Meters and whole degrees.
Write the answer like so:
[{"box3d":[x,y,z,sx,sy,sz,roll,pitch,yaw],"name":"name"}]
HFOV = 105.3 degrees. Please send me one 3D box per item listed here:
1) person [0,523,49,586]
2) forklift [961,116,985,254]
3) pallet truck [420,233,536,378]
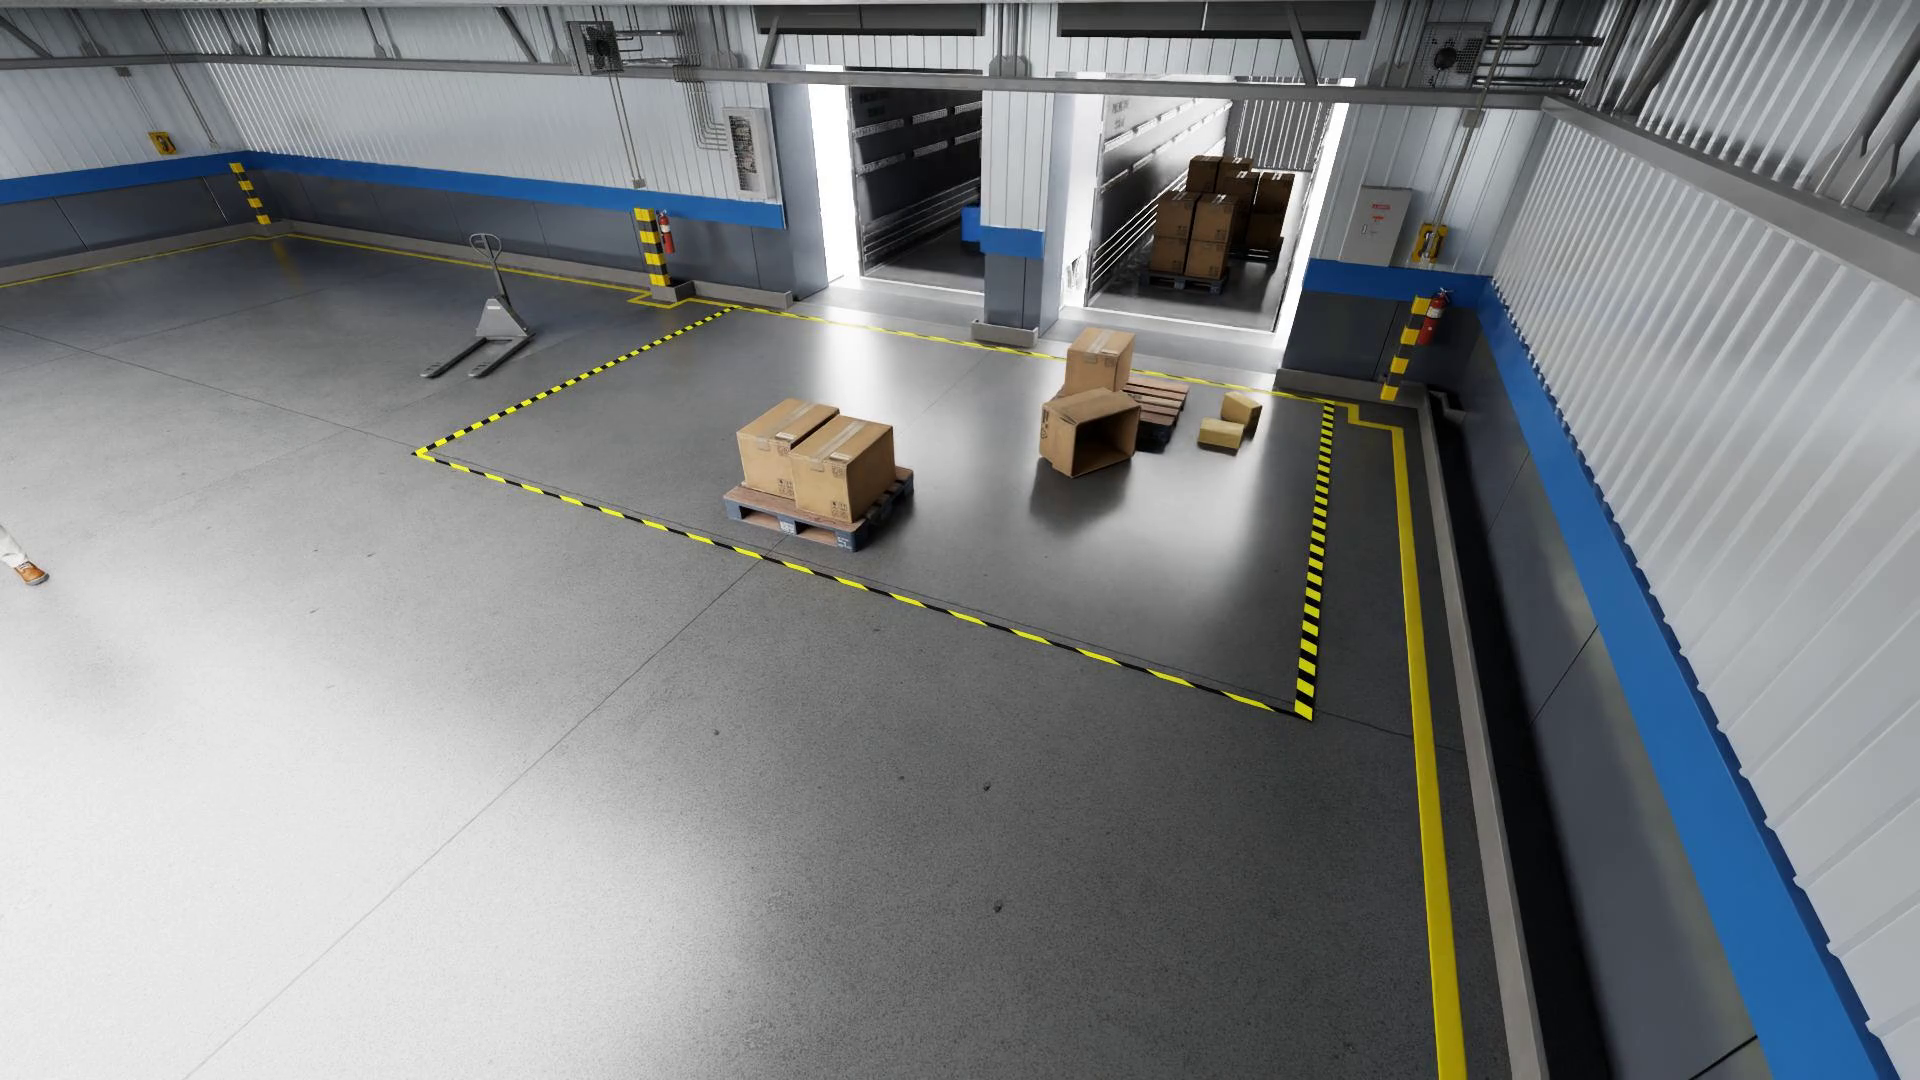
[{"box3d":[-6.747,-0.447,4.637,0.401,1.945,0.613,23,41,28],"name":"person"},{"box3d":[0.515,-5.845,12.132,0.716,2.013,0.776,15,38,20],"name":"forklift"},{"box3d":[-5.664,-2.712,8.427,0.680,1.201,1.601,0,35,-1],"name":"pallet truck"}]
